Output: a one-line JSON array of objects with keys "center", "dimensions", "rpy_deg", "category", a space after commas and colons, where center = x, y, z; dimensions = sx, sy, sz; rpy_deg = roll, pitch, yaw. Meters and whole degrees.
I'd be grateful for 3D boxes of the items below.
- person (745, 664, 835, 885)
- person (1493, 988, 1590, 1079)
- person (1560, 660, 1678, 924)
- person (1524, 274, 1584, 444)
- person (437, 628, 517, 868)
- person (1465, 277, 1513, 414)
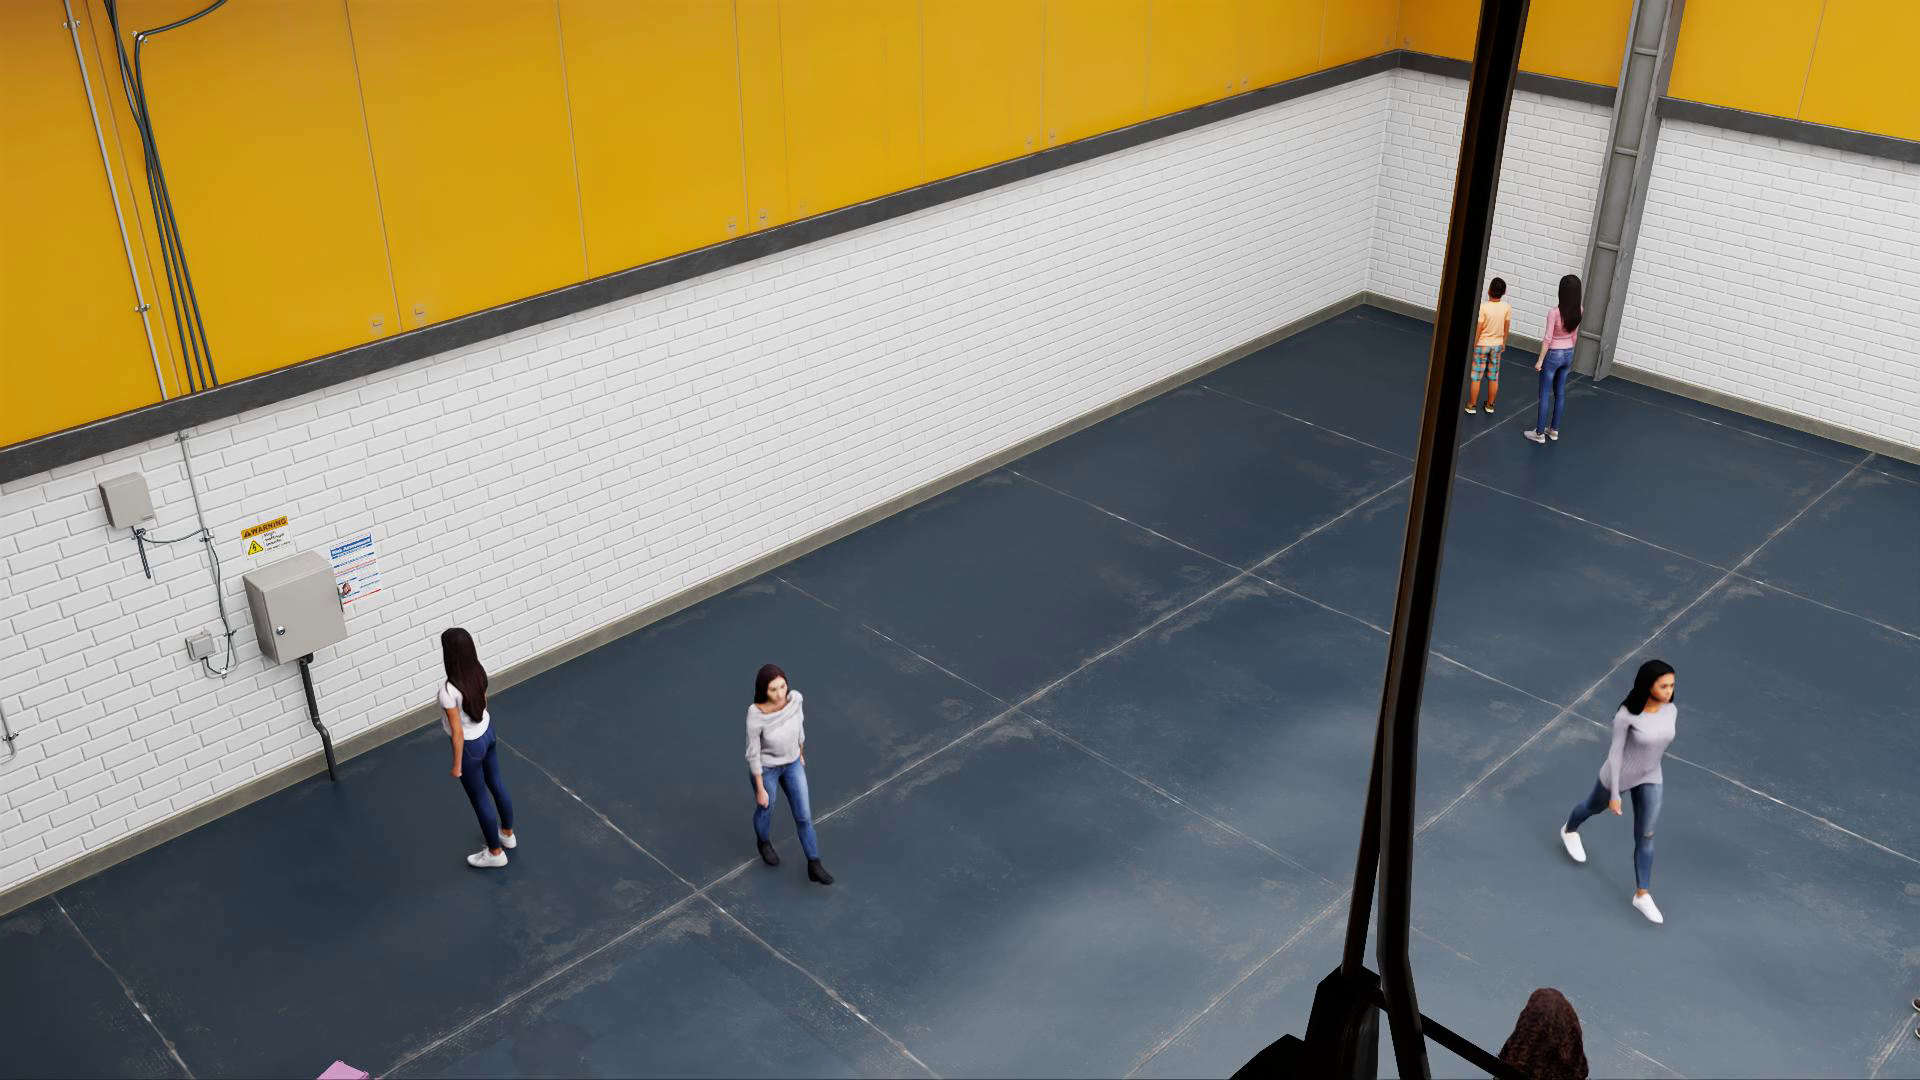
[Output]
[{"center": [-1.233, 1.457, 10.710], "dimensions": [0.686, 1.599, 0.942], "rpy_deg": [-22, 36, -35], "category": "person"}, {"center": [2.766, 2.904, 8.064], "dimensions": [0.900, 1.593, 0.905], "rpy_deg": [6, 29, 11], "category": "person"}, {"center": [4.181, 1.479, 10.577], "dimensions": [1.036, 1.688, 1.247], "rpy_deg": [-6, 29, -11], "category": "person"}, {"center": [5.941, -1.814, 16.558], "dimensions": [0.649, 1.742, 0.632], "rpy_deg": [-11, 31, -19], "category": "person"}, {"center": [-3.128, 1.336, 10.750], "dimensions": [0.682, 1.774, 0.671], "rpy_deg": [7, 29, 12], "category": "person"}, {"center": [5.474, -2.013, 17.217], "dimensions": [0.603, 1.461, 0.646], "rpy_deg": [-3, 29, -6], "category": "person"}]
